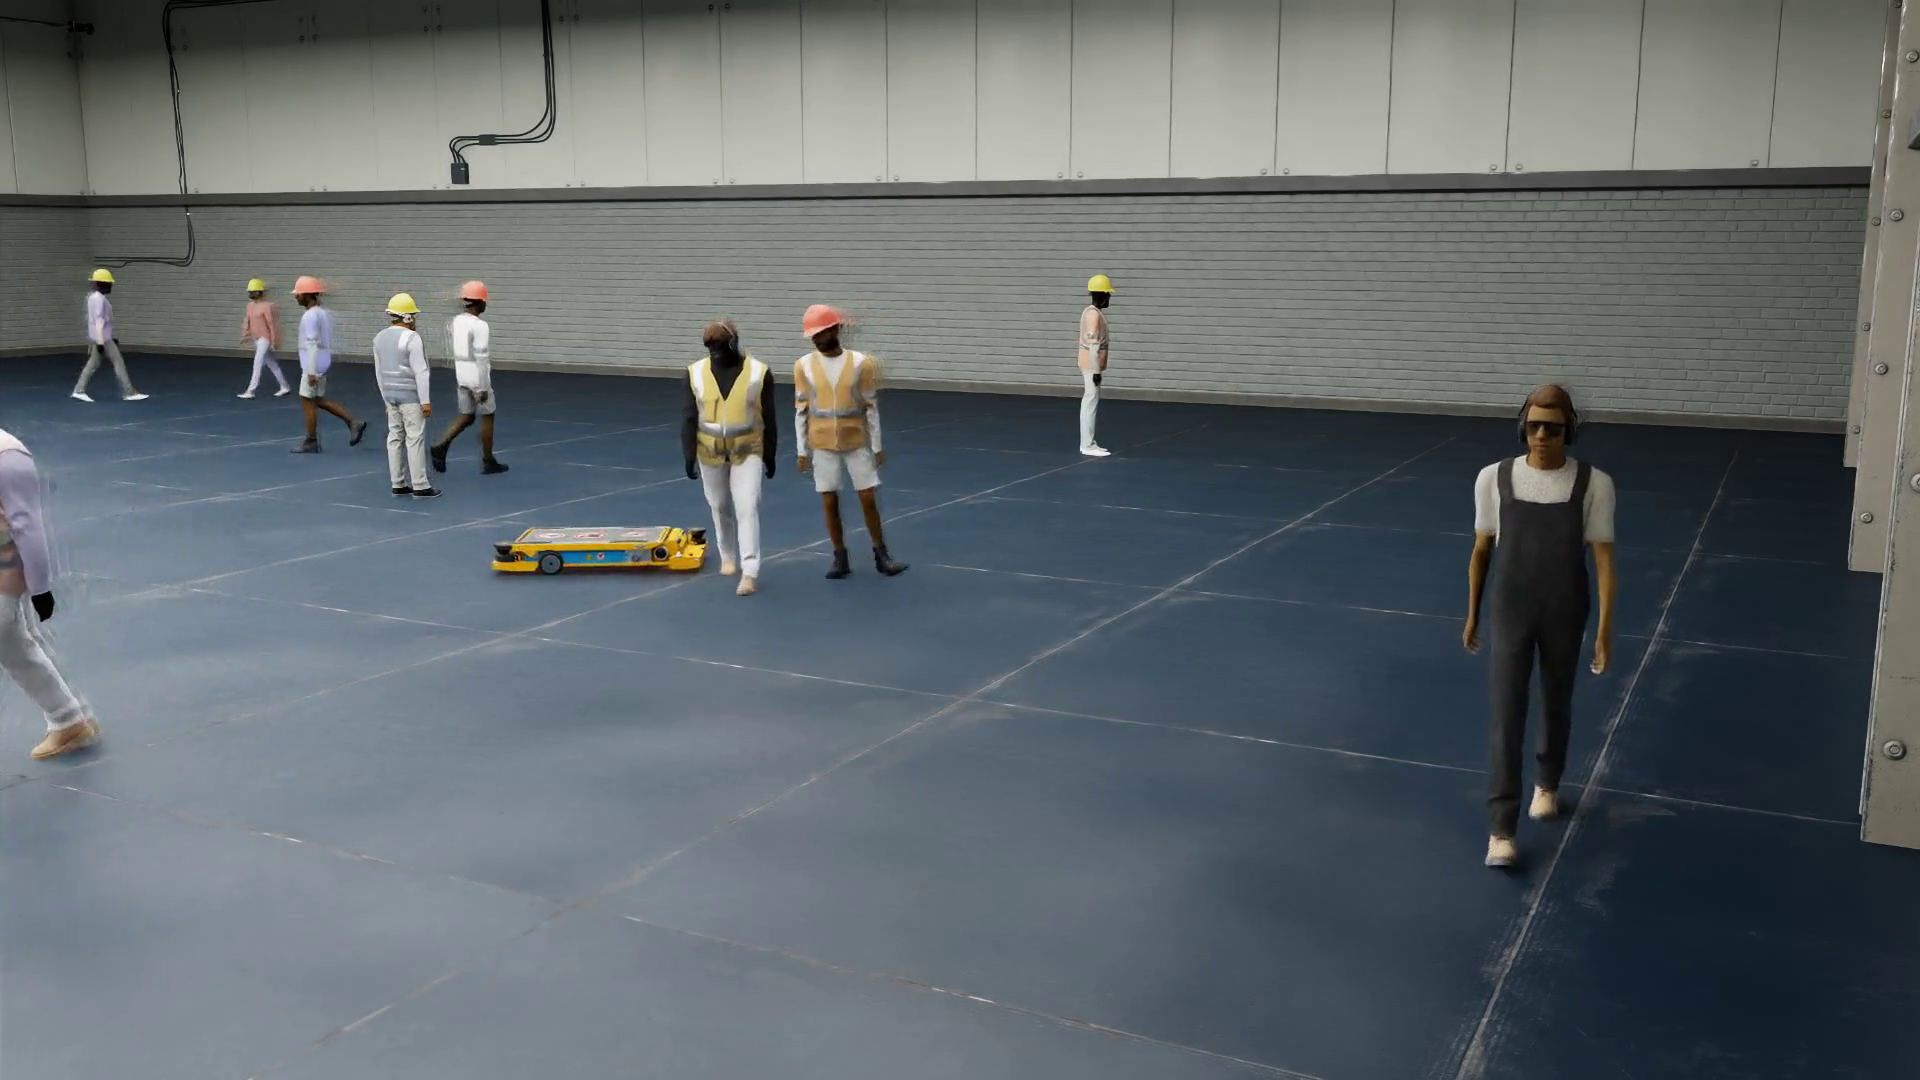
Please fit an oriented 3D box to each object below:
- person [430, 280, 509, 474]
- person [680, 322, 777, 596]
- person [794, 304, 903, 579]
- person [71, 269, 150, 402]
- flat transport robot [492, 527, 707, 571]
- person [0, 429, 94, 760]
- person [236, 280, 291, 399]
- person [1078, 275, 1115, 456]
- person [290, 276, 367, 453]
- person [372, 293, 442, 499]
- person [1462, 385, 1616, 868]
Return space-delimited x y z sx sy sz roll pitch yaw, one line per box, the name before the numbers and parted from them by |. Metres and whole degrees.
person | -4.801 -1.565 16.227 0.566 1.920 0.729 8 13 38
person | -1.551 -0.579 11.228 0.628 1.789 0.960 0 10 2
person | -0.778 -0.657 11.348 0.704 1.888 0.433 0 10 0
person | -12.129 -2.882 23.504 0.978 1.885 0.602 -7 12 -33
flat transport robot | -2.550 0.056 11.868 1.431 0.197 0.652 -1 10 -5
person | -4.209 0.159 7.170 0.647 1.798 0.968 6 12 30
person | -10.141 -2.914 24.134 0.533 1.715 0.930 8 13 36
person | 1.454 -1.864 17.818 0.383 1.928 0.588 1 10 3
person | -6.896 -1.888 17.981 0.717 1.919 0.548 -1 10 -8
person | -4.944 -1.280 14.886 0.586 1.835 0.403 6 12 31
person | 2.228 0.296 6.413 0.553 1.799 0.972 4 11 22
